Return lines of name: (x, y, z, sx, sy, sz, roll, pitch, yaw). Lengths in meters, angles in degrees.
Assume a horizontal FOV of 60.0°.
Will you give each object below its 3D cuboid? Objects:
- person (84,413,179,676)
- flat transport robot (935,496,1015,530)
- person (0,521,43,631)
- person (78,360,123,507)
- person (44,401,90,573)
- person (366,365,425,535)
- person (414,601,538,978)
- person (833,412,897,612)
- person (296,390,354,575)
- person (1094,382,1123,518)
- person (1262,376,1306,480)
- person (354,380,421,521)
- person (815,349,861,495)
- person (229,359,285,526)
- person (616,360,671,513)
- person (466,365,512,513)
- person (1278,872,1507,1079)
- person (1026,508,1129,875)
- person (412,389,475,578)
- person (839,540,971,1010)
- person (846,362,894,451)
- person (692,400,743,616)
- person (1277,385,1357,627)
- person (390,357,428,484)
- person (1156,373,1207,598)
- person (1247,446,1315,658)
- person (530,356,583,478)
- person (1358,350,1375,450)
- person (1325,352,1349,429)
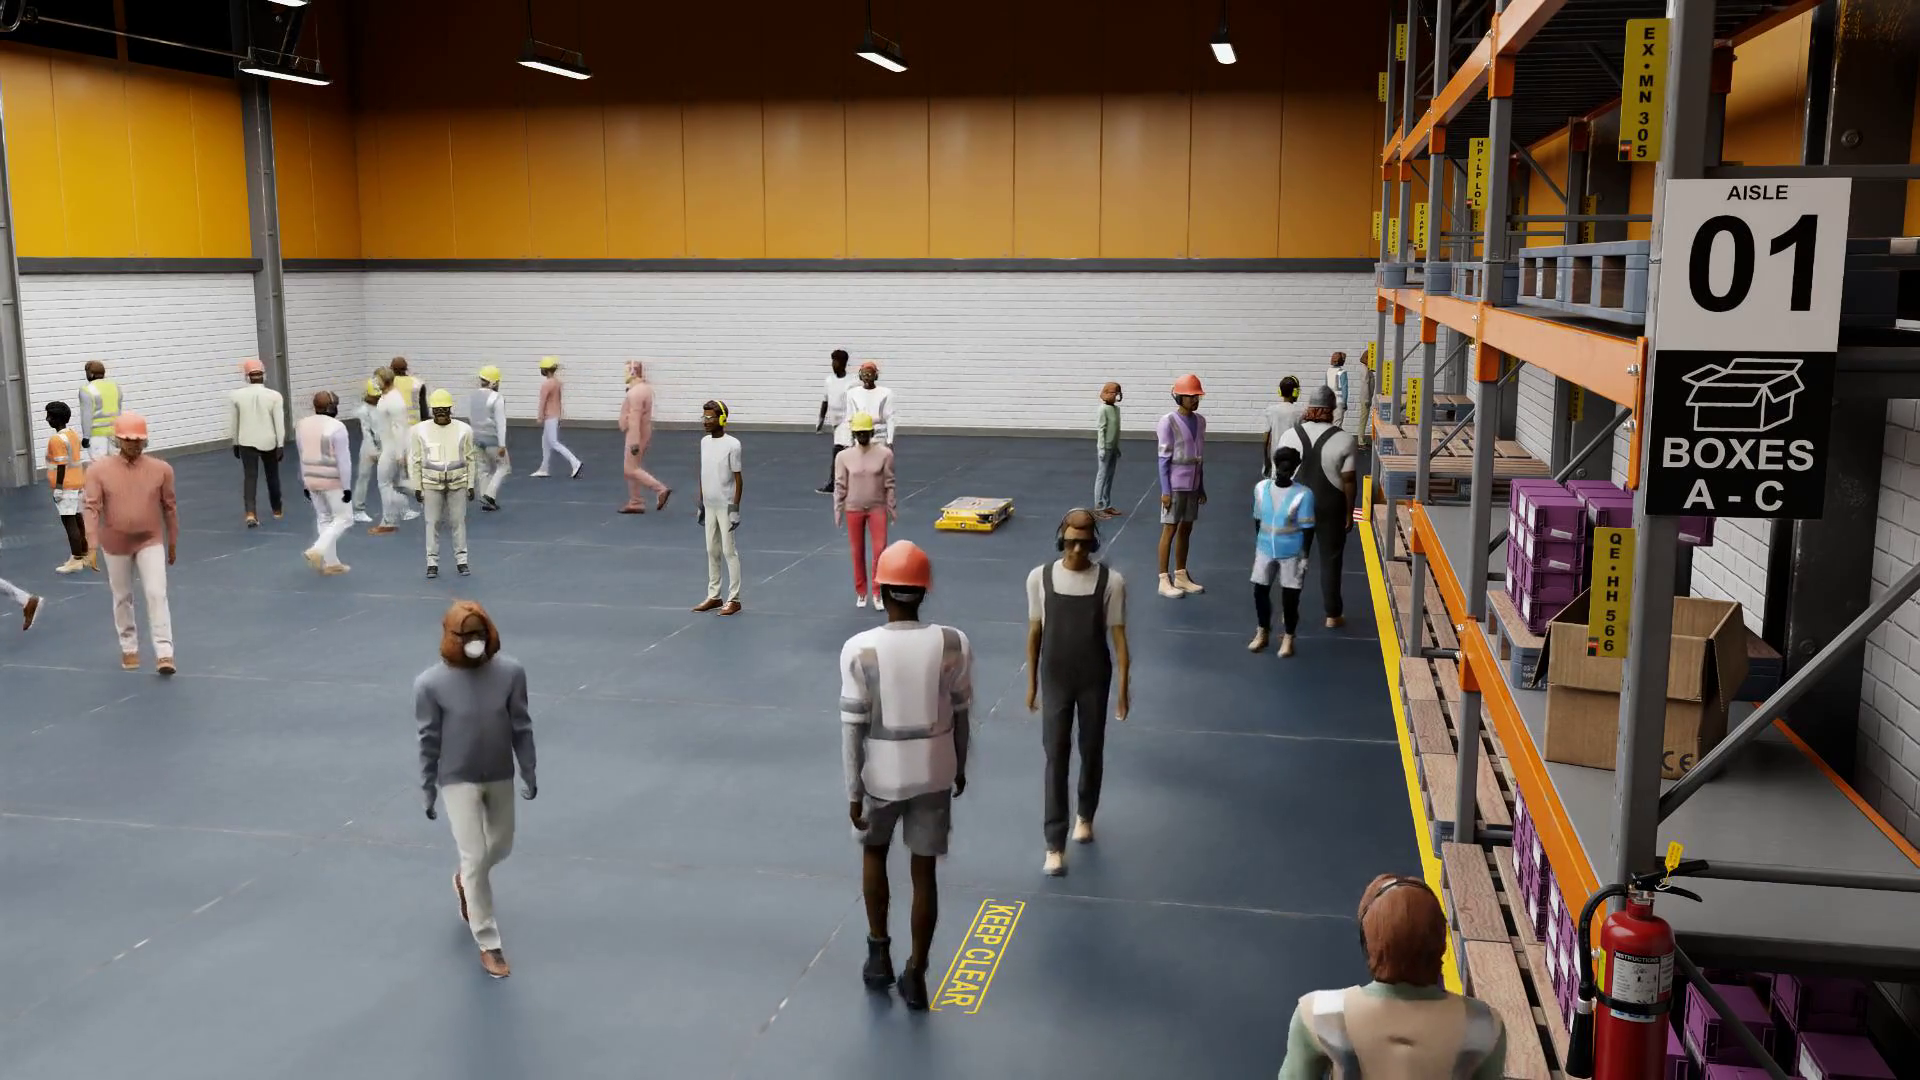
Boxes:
person: (-6.075, 0.046, 12.233, 0.630, 1.940, 1.021, -5, 11, -29)
flat transport robot: (0.190, -0.323, 19.481, 0.652, 0.197, 1.431, 2, 10, 12)
person: (-7.763, -0.075, 13.240, 0.528, 1.850, 0.718, 8, 12, 38)
person: (-10.773, -1.334, 20.849, 0.429, 1.841, 0.633, 3, 10, 15)
person: (-8.816, -0.525, 16.401, 0.316, 1.698, 0.542, -2, 10, -11)
person: (-6.308, -1.019, 18.745, 0.767, 1.915, 0.637, -4, 10, -23)
person: (-2.130, 1.034, 7.279, 0.507, 1.605, 0.714, -7, 12, -37)
person: (-0.829, -0.243, 14.534, 0.558, 1.742, 0.657, 0, 9, -2)
person: (-6.158, -0.533, 16.090, 0.656, 1.824, 0.550, 5, 11, 26)
person: (1.797, -1.088, 19.991, 0.274, 1.632, 0.503, 6, 11, 30)
person: (3.438, -0.794, 17.525, 0.528, 1.865, 0.313, 5, 11, 29)
person: (-6.804, -1.034, 19.516, 0.879, 1.685, 0.494, 5, 11, 27)
person: (-1.568, -1.581, 22.153, 1.020, 1.917, 0.607, -9, 13, -42)
person: (-8.230, -1.152, 19.489, 0.612, 1.946, 1.043, -3, 10, -17)
person: (-3.865, -1.238, 20.129, 0.593, 1.885, 0.657, -1, 9, -4)
person: (-5.724, -1.216, 20.229, 0.600, 1.813, 0.415, 5, 11, 29)
person: (1.015, 1.576, 4.032, 0.528, 1.593, 0.844, 0, 9, 2)
person: (0.596, 0.731, 8.496, 0.529, 1.818, 0.795, 1, 9, 7)
person: (-5.008, -0.551, 16.161, 0.590, 1.833, 0.404, -4, 10, -22)
person: (-0.229, 0.949, 6.866, 0.551, 1.913, 0.583, -1, 10, -8)
person: (-1.075, -1.176, 19.787, 0.582, 1.882, 0.398, 0, 9, 3)
person: (-2.098, -0.279, 14.413, 0.514, 1.872, 0.328, 7, 12, 38)
person: (3.025, -0.300, 14.019, 0.682, 2.000, 0.535, 5, 11, 28)
person: (-7.485, -1.566, 22.380, 0.629, 1.806, 0.953, -3, 10, -19)
person: (2.054, -0.499, 15.212, 0.606, 2.045, 0.389, -9, 13, -42)
person: (2.482, 0.093, 12.752, 0.550, 1.662, 0.440, 7, 12, 36)
person: (-5.741, -1.737, 23.560, 0.782, 1.740, 0.521, 1, 9, 5)
person: (6.685, -2.301, 27.300, 0.285, 1.633, 0.500, 3, 10, 16)
person: (6.015, -2.188, 26.602, 0.313, 1.639, 0.517, -4, 10, -24)
